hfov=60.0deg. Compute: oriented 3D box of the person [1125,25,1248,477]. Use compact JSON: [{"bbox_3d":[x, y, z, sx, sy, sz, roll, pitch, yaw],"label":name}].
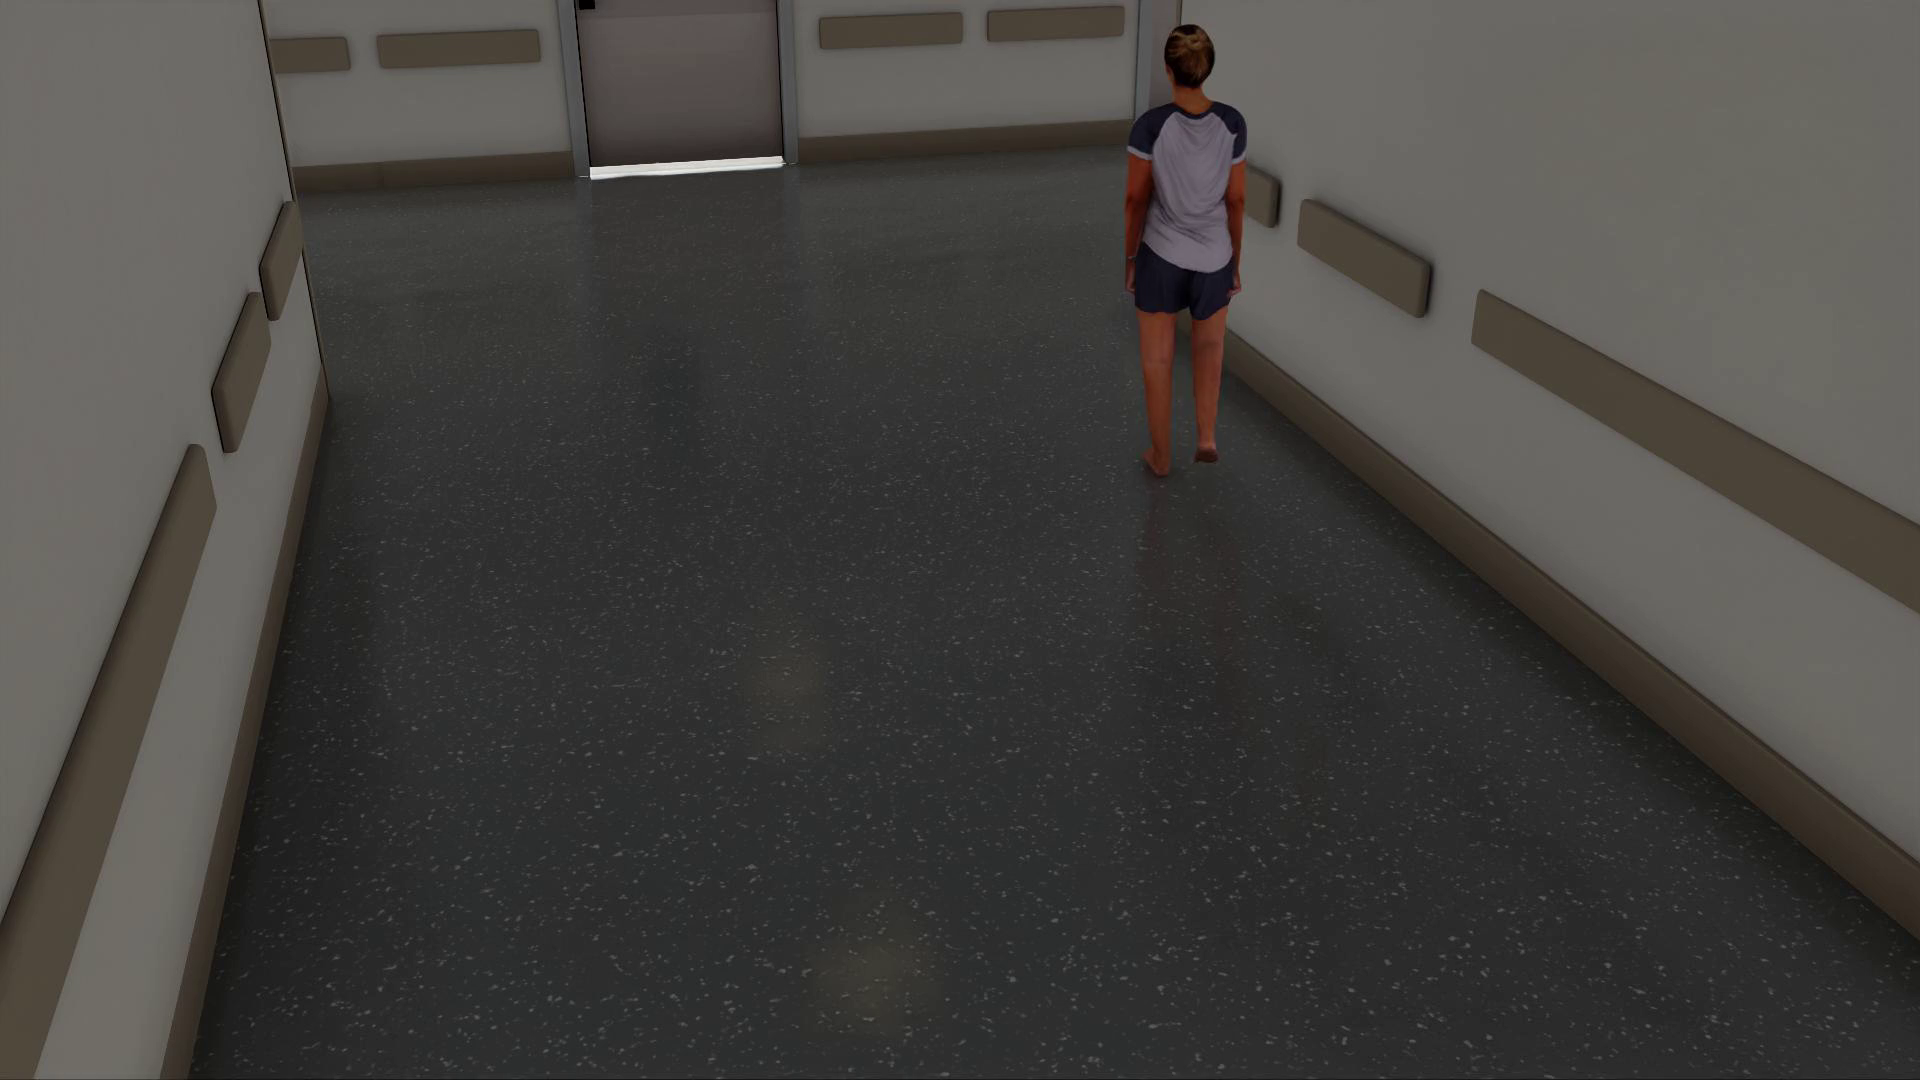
[{"bbox_3d":[0.806,-0.945,5.838,0.609,1.595,0.685,-2,26,-4],"label":"person"}]
